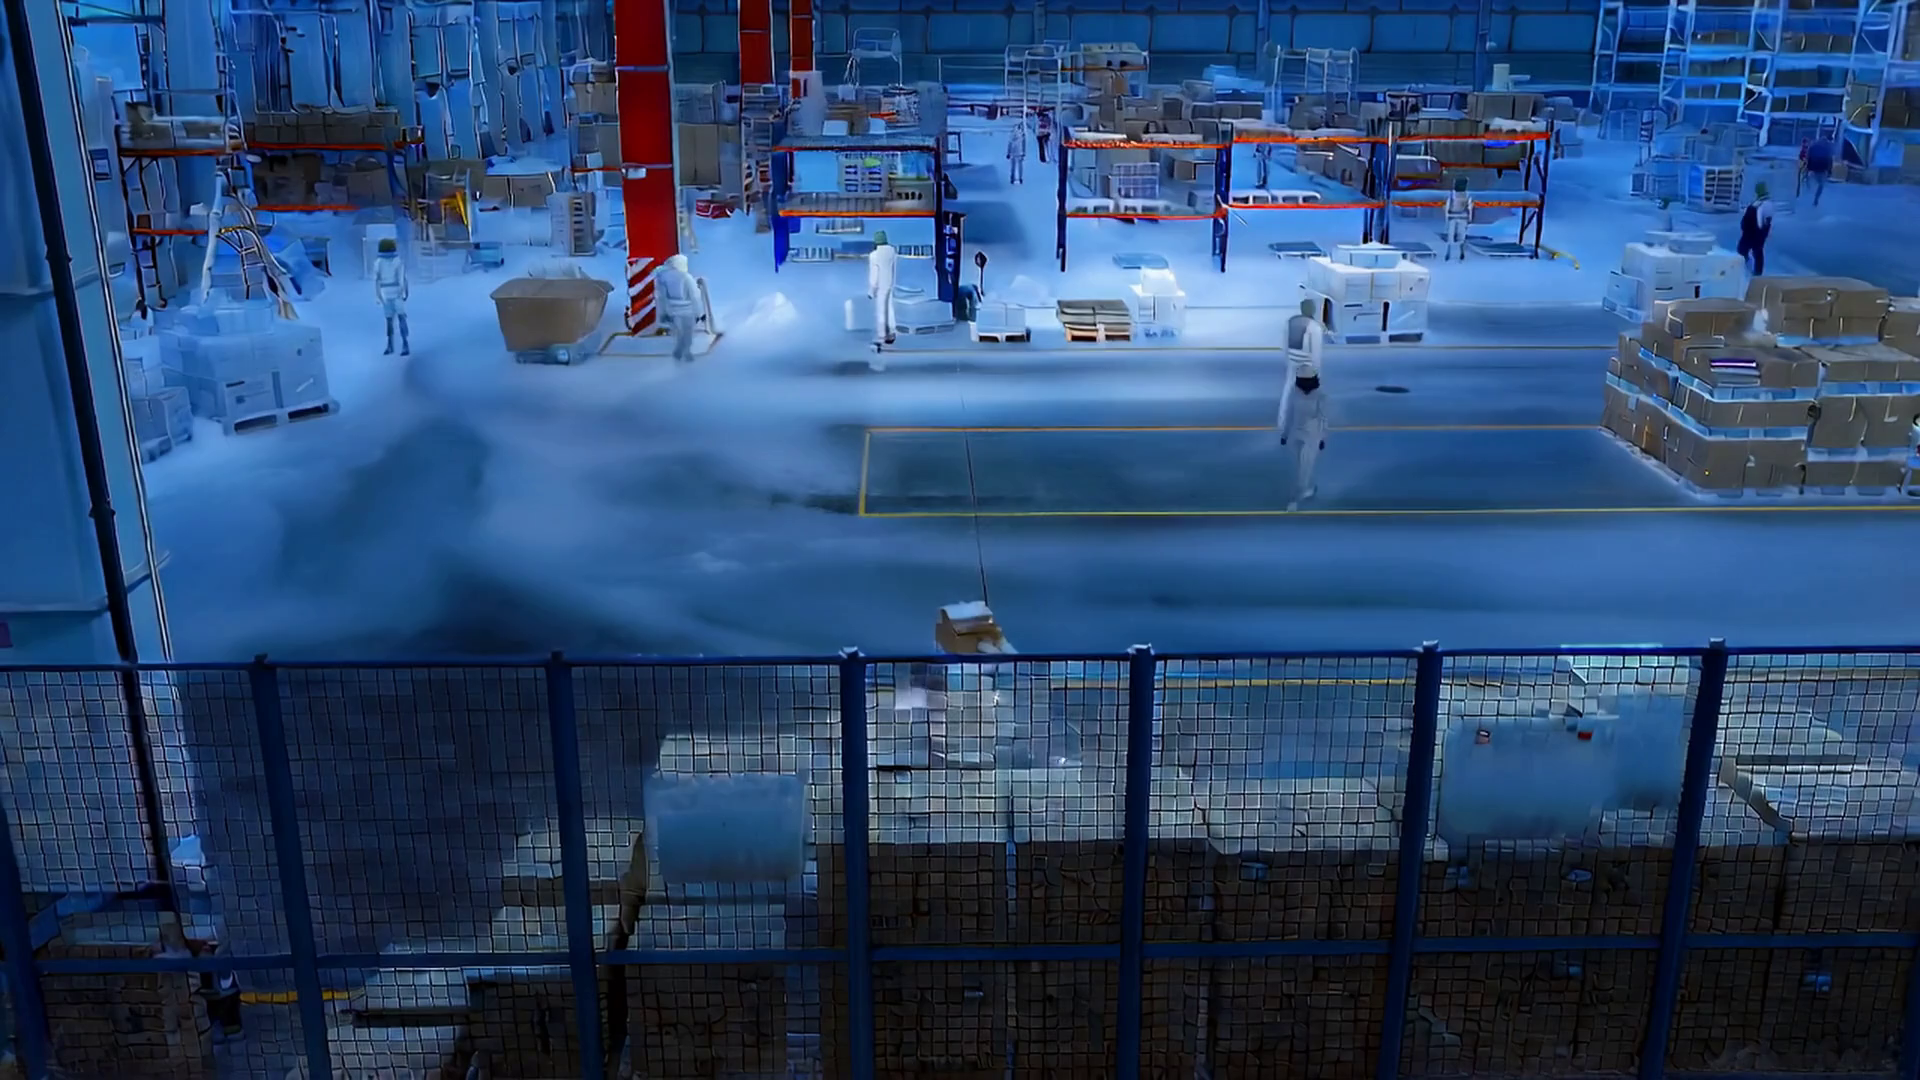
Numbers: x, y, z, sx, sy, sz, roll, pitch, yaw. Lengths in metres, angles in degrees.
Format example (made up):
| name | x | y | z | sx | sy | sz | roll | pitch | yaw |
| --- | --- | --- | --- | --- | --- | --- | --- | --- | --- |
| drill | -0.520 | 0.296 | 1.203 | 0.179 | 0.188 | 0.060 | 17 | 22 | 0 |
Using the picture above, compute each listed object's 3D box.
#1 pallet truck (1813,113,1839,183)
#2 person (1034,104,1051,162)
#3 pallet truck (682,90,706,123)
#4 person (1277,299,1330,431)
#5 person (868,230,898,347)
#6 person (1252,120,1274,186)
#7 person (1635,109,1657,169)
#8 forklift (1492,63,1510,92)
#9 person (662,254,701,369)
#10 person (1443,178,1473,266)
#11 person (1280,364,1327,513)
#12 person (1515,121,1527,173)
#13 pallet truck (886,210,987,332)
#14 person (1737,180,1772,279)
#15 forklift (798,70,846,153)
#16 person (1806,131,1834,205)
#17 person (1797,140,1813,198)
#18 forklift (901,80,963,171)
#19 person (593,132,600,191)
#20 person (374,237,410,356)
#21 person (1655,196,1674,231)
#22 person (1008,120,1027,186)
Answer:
| name | x | y | z | sx | sy | sz | roll | pitch | yaw |
| --- | --- | --- | --- | --- | --- | --- | --- | --- | --- |
| pallet truck | 26.403 | -11.957 | 50.702 | 0.823 | 1.965 | 1.885 | 6 | 19 | 16 |
| person | 2.783 | -13.782 | 56.282 | 0.548 | 1.890 | 0.931 | -2 | 19 | -6 |
| pallet truck | -9.671 | -15.907 | 62.421 | 0.823 | 1.965 | 1.885 | 5 | 19 | 15 |
| person | 4.675 | -2.378 | 22.603 | 0.870 | 1.800 | 0.635 | -15 | 24 | -37 |
| person | -1.304 | -4.198 | 27.776 | 0.373 | 1.940 | 0.630 | 15 | 23 | 37 |
| person | 8.982 | -11.497 | 49.430 | 0.627 | 1.940 | 0.372 | -4 | 19 | -12 |
| person | 22.280 | -12.996 | 53.924 | 0.396 | 1.911 | 0.588 | -7 | 20 | -19 |
| forklift | 20.676 | -16.872 | 63.923 | 1.873 | 2.768 | 1.129 | -1 | 19 | -1 |
| person | -4.375 | -3.566 | 26.077 | 0.636 | 1.827 | 0.697 | 12 | 22 | 32 |
| person | 10.670 | -6.819 | 35.658 | 0.574 | 1.876 | 0.356 | 9 | 21 | 25 |
| person | 4.016 | -1.233 | 19.361 | 0.499 | 1.693 | 0.911 | 14 | 23 | 36 |
| person | 17.772 | -12.457 | 52.738 | 0.515 | 1.640 | 0.315 | -16 | 24 | -39 |
| pallet truck | -0.493 | -4.759 | 29.349 | 1.885 | 1.965 | 0.823 | -13 | 23 | -34 |
| person | 16.132 | -6.343 | 33.983 | 0.833 | 2.000 | 0.711 | 1 | 19 | 3 |
| forklift | -5.084 | -15.224 | 59.033 | 1.873 | 2.768 | 1.129 | -10 | 21 | -26 |
| person | 23.287 | -10.057 | 45.085 | 0.639 | 1.980 | 0.574 | 11 | 21 | 29 |
| person | 23.830 | -10.483 | 46.944 | 0.532 | 1.605 | 0.600 | 0 | 19 | 0 |
| forklift | -0.976 | -13.185 | 52.985 | 1.873 | 2.768 | 1.129 | -9 | 21 | -26 |
| person | -10.449 | -11.094 | 48.663 | 0.532 | 1.661 | 0.842 | 5 | 19 | 15 |
| person | -9.255 | -3.969 | 27.092 | 0.546 | 1.942 | 0.348 | 1 | 19 | 4 |
| person | 13.920 | -5.898 | 33.015 | 0.545 | 1.816 | 1.000 | -11 | 21 | -29 |
| person | 1.689 | -11.521 | 49.536 | 0.588 | 1.919 | 0.399 | 8 | 20 | 22 |
